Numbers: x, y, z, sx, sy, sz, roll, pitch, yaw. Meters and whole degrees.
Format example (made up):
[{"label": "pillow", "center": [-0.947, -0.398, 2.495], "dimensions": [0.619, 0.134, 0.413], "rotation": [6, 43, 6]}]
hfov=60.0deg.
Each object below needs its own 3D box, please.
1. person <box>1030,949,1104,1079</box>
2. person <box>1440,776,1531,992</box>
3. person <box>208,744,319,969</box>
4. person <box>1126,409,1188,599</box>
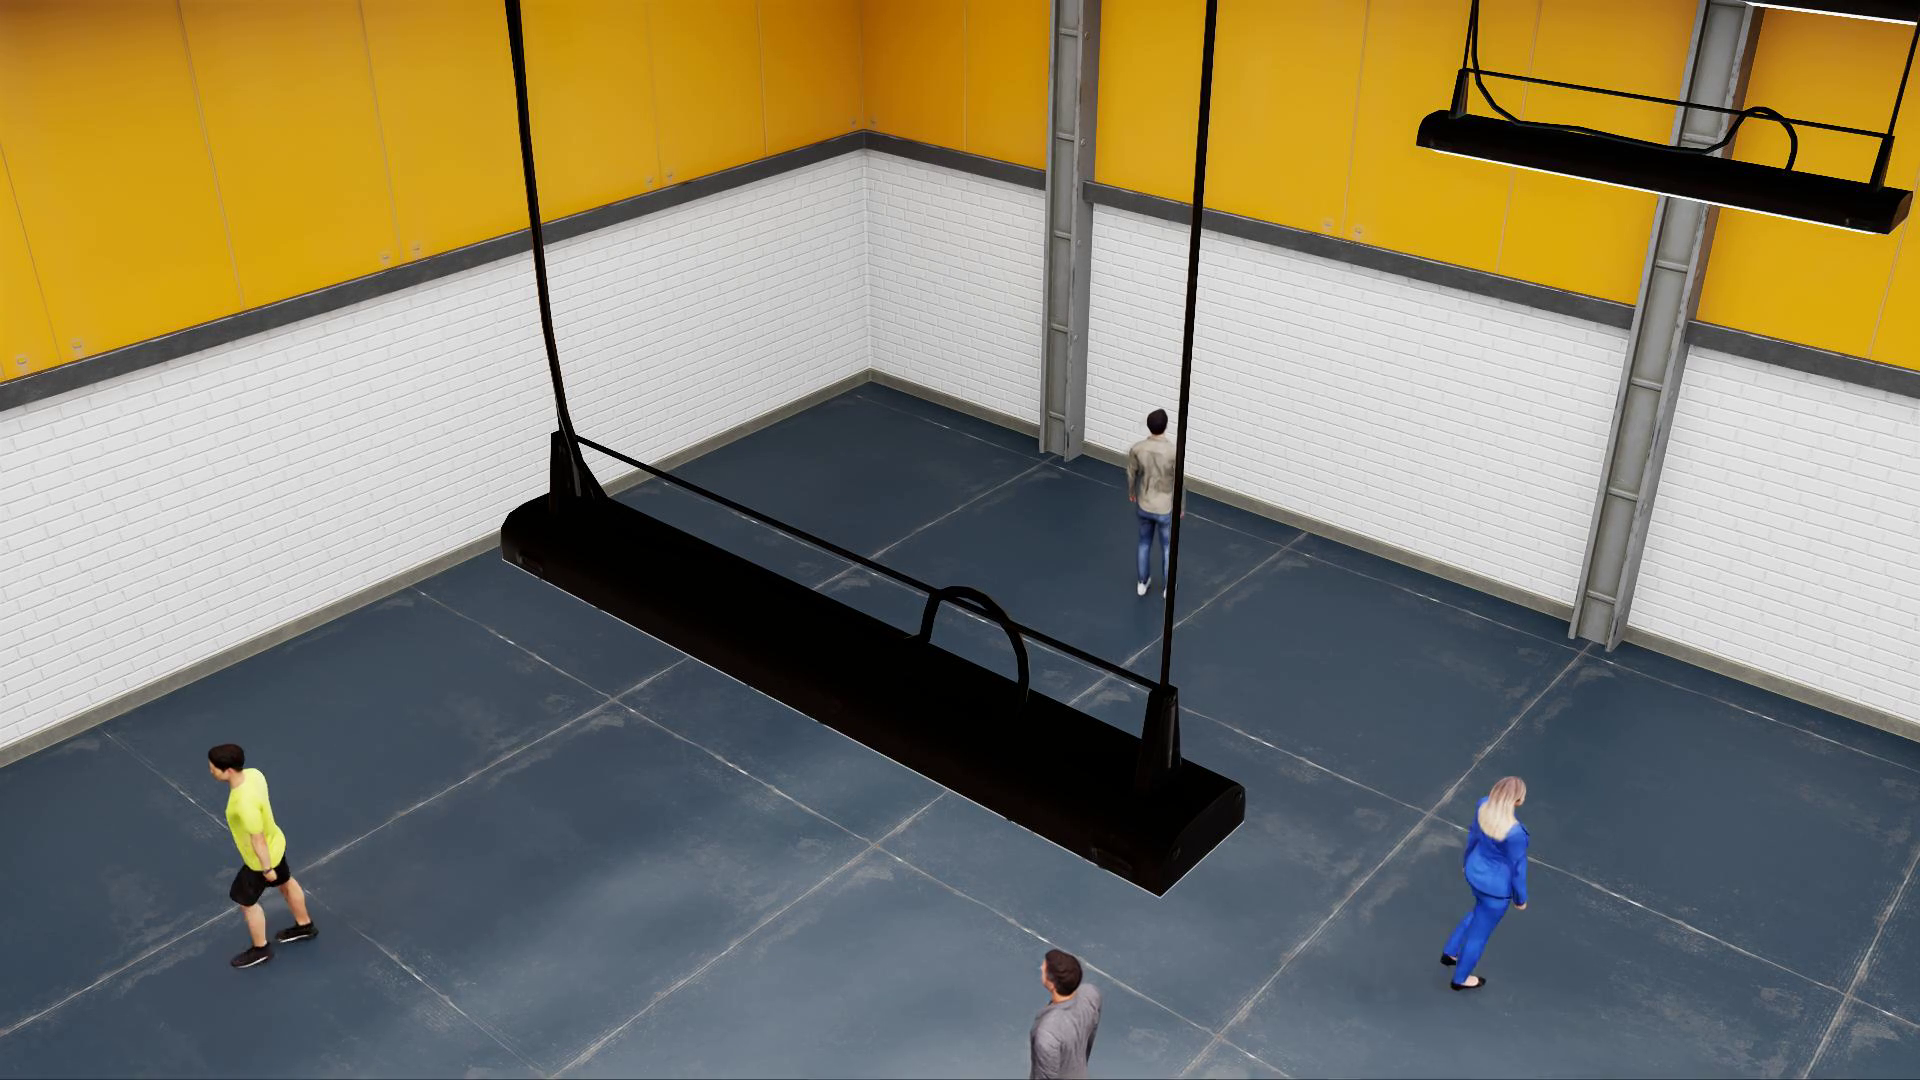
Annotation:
[{"label": "person", "center": [0.546, 2.989, 9.111], "dimensions": [0.613, 1.874, 0.692], "rotation": [19, 34, 31]}, {"label": "person", "center": [3.316, 2.236, 10.687], "dimensions": [0.800, 1.688, 0.719], "rotation": [-7, 29, -12]}, {"label": "person", "center": [-4.565, 2.029, 11.067], "dimensions": [0.914, 1.687, 0.869], "rotation": [-7, 29, -13]}, {"label": "person", "center": [1.765, -0.299, 15.152], "dimensions": [0.709, 1.863, 0.869], "rotation": [12, 31, 21]}]
